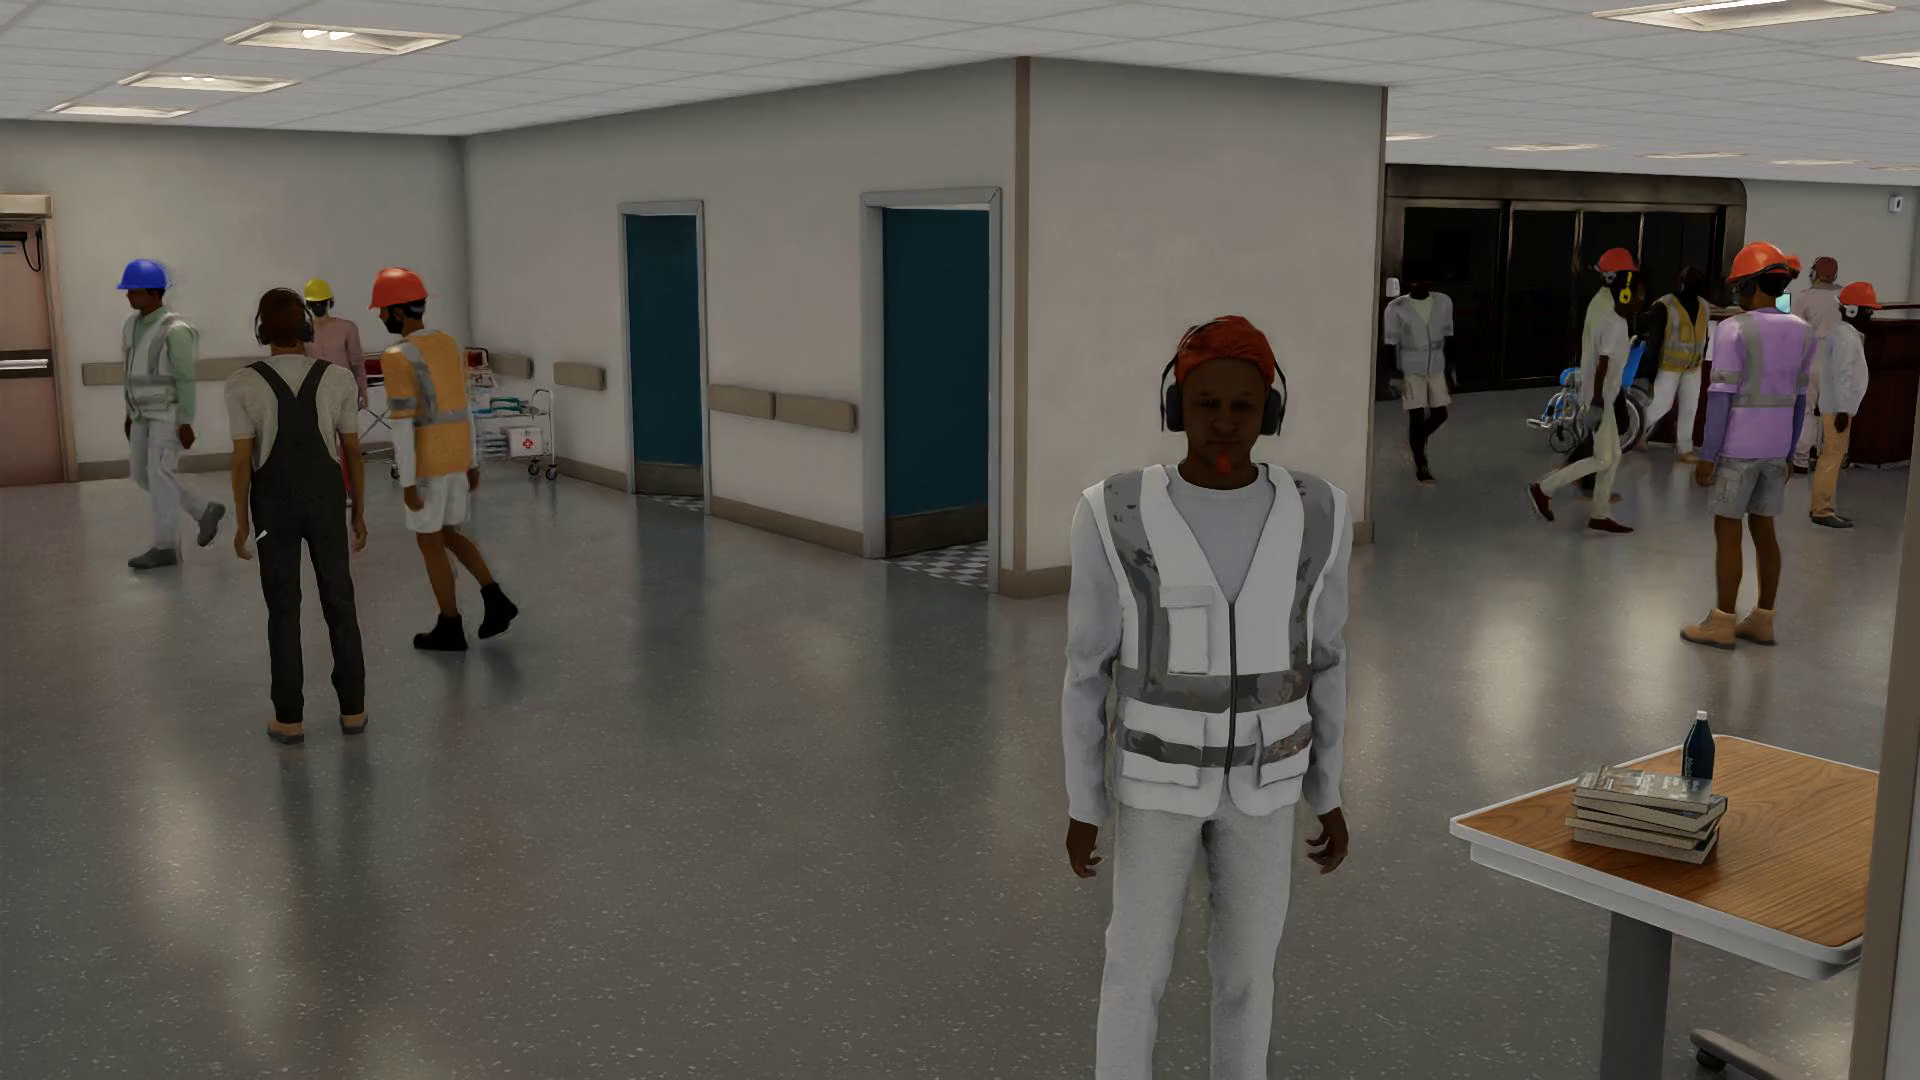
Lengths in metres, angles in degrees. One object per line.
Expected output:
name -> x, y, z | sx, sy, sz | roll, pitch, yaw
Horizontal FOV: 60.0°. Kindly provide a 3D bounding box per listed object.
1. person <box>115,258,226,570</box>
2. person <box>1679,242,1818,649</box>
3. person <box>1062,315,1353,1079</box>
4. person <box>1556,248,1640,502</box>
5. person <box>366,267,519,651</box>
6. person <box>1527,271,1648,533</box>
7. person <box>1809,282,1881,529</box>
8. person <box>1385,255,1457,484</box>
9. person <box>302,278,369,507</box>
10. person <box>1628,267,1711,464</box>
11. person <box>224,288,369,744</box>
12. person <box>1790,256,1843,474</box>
person -> -4.980, -0.798, 10.467 | 0.627, 1.931, 0.642 | 7, 12, 34
person -> 3.951, -0.466, 8.347 | 0.611, 2.029, 0.412 | -4, 11, -22
person -> 0.492, 0.501, 3.323 | 0.585, 1.880, 0.337 | -1, 10, -7
person -> 5.030, -1.281, 13.001 | 0.466, 1.983, 0.637 | 5, 11, 27
person -> -2.577, -0.380, 8.194 | 0.596, 1.908, 0.577 | 4, 11, 20
person -> 4.395, -0.956, 11.610 | 0.632, 1.839, 0.558 | 5, 11, 24
person -> 6.322, -0.962, 11.884 | 0.347, 1.746, 0.573 | 5, 11, 26
person -> 3.883, -1.440, 14.072 | 0.679, 1.927, 0.652 | -2, 10, -9
person -> -4.825, -1.116, 12.709 | 0.572, 1.748, 0.578 | -3, 11, -19
person -> 6.595, -1.627, 15.456 | 0.639, 1.816, 0.718 | -3, 10, -15
person -> -2.679, -0.094, 6.757 | 0.511, 1.842, 0.327 | -6, 12, -30
person -> 7.549, -1.538, 14.673 | 0.651, 1.906, 0.401 | -1, 10, -8
